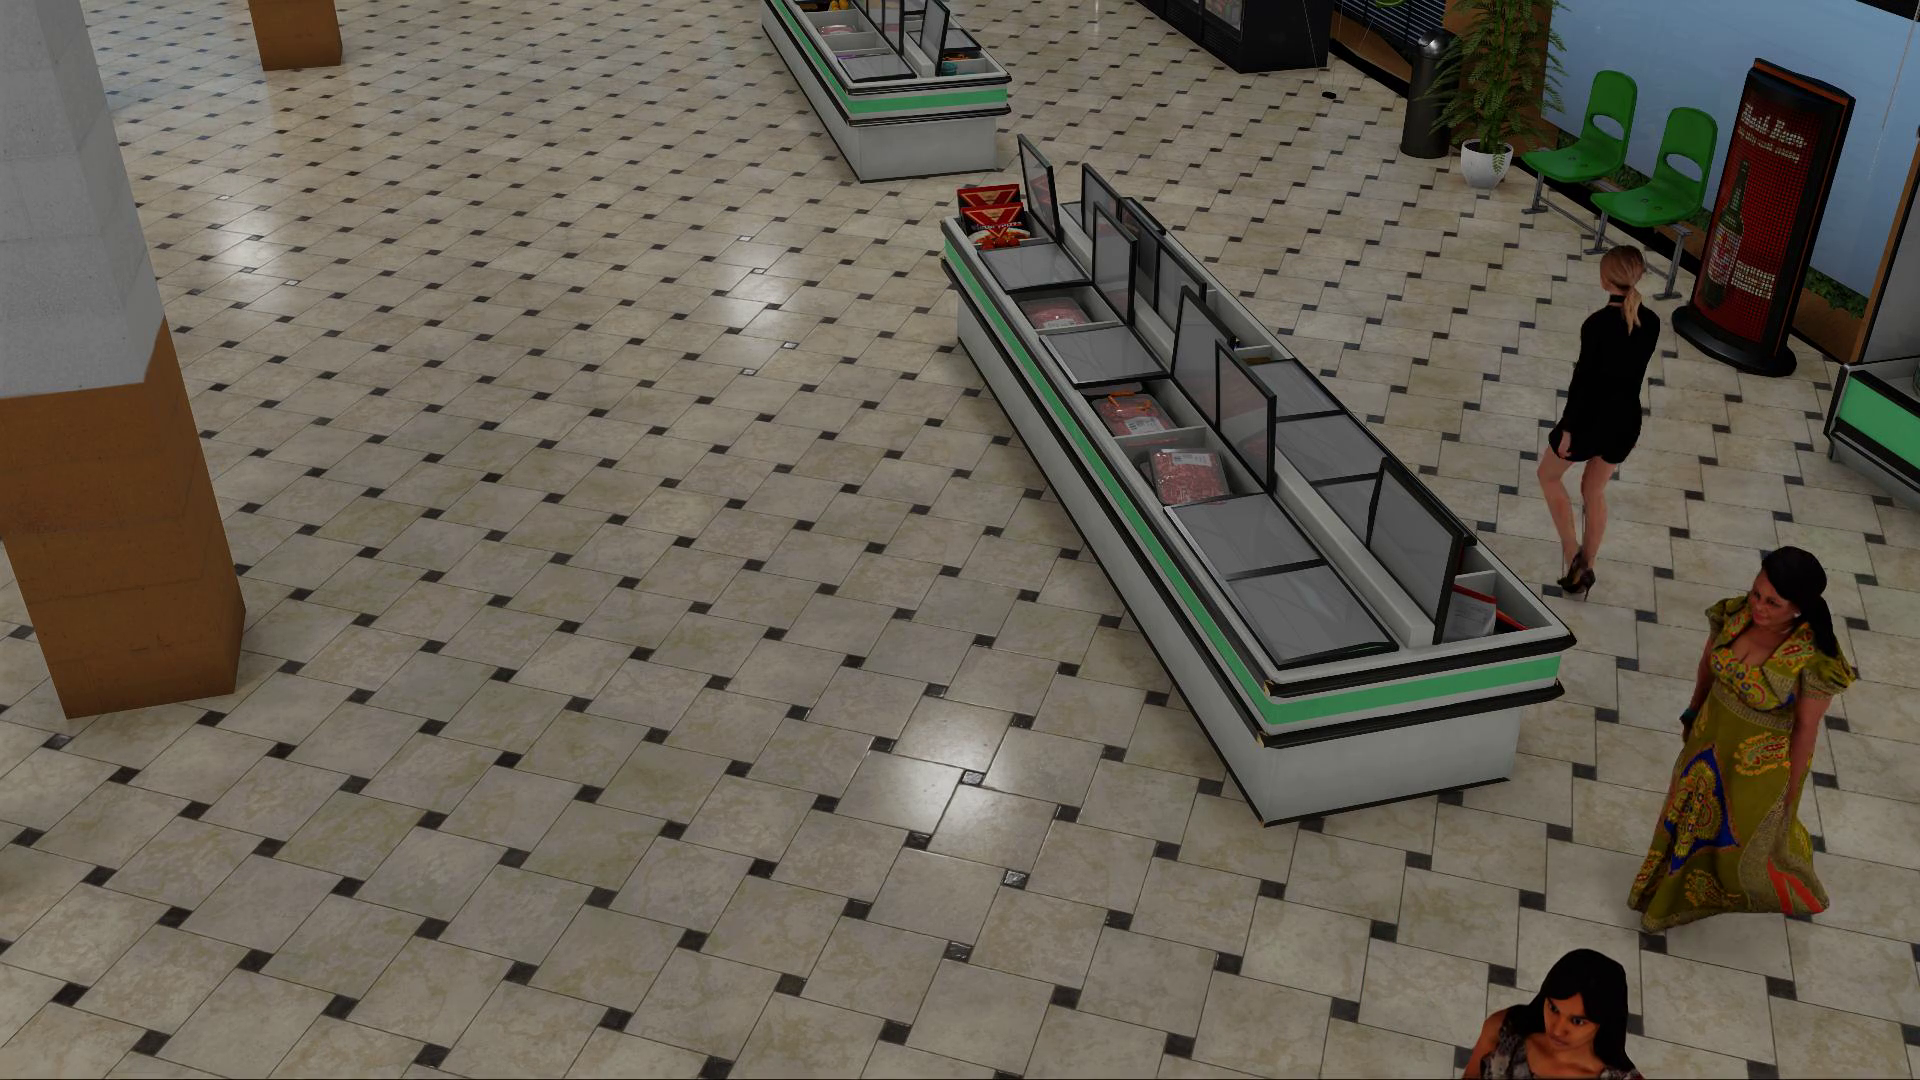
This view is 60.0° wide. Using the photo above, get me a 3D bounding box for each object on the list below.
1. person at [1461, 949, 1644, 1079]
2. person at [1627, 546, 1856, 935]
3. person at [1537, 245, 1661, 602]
[{"bbox_3d":[1.471,1.674,4.323,0.691,1.645,0.781,21,38,30],"label":"person"},{"bbox_3d":[2.827,0.717,5.864,0.965,1.642,1.004,-16,35,-24],"label":"person"},{"bbox_3d":[2.989,-0.446,7.643,0.598,1.737,0.642,-10,33,-16],"label":"person"}]
